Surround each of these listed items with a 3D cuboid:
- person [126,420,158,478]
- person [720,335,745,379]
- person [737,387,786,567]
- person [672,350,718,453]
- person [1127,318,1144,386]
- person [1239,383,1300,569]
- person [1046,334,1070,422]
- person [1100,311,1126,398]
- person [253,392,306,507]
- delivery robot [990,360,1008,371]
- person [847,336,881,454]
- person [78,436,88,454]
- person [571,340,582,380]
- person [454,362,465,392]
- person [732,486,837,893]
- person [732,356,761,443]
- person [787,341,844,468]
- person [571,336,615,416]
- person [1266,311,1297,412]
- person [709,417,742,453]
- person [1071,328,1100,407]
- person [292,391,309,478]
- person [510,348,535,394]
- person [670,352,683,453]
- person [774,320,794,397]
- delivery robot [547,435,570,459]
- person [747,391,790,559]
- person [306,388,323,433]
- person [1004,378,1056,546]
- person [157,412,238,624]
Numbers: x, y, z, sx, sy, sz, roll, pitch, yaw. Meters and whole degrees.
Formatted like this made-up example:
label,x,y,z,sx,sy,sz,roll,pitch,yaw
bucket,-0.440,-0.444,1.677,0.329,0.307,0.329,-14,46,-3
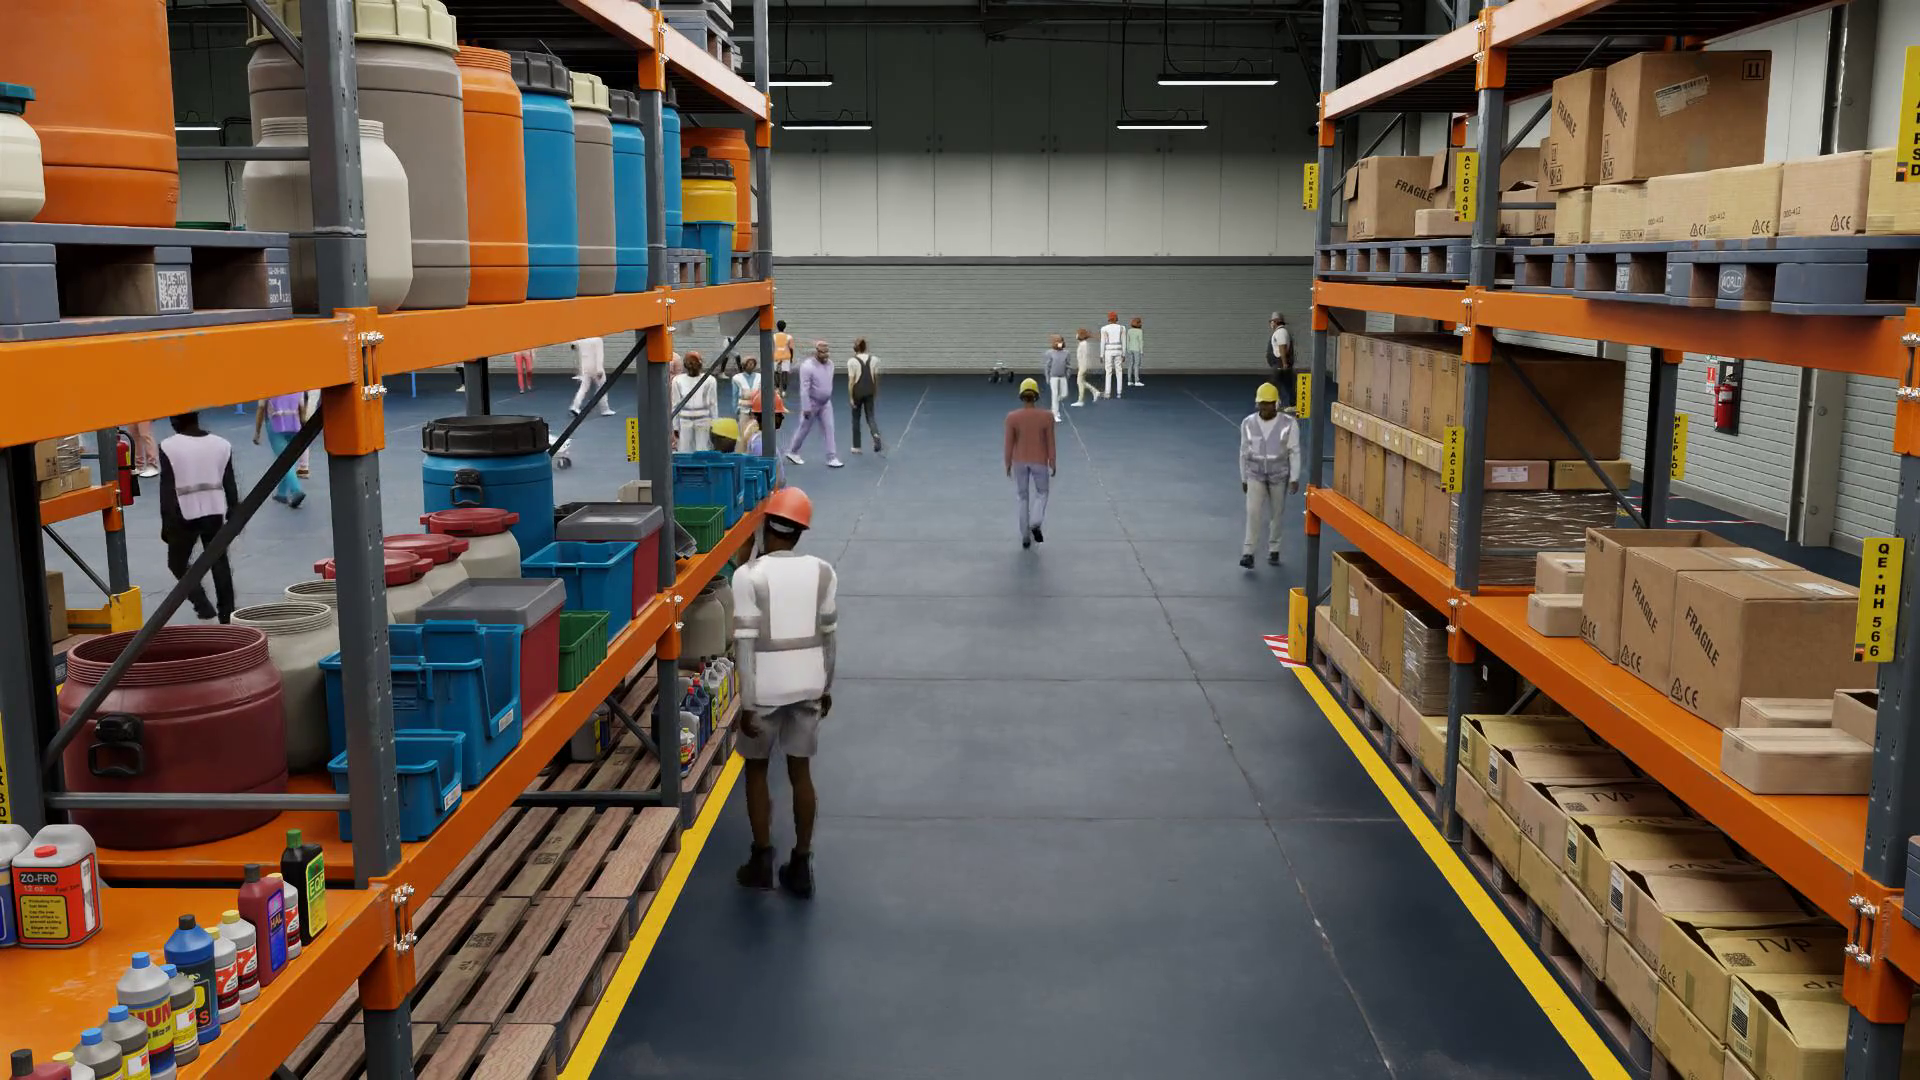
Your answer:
label,x,y,z,sx,sy,sz,roll,pitch,yaw
person,-11.373,-1.823,22.993,0.663,1.904,0.406,4,10,22
person,-5.719,-4.891,42.081,0.876,1.642,0.551,3,10,15
person,-1.734,-0.406,14.514,0.623,1.893,0.575,-1,10,-4
person,-3.308,-1.443,20.808,0.585,1.872,0.538,0,9,1
person,4.211,-4.518,39.921,0.279,1.632,0.502,-8,12,-38
person,2.972,-0.613,16.059,0.607,1.780,0.919,3,10,19
person,1.813,-3.024,31.020,0.505,1.620,0.434,-3,10,-18
person,3.352,-4.059,36.420,0.572,1.886,0.353,-1,10,-6
person,-8.244,-1.326,20.302,0.920,1.810,0.582,7,12,36
delivery robot,0.983,-4.309,40.966,0.335,0.223,0.699,4,10,23
person,-1.469,-2.224,25.624,0.525,1.824,0.685,-4,10,-24
person,-13.576,-2.133,24.873,0.638,1.898,1.013,7,12,38
person,-9.652,-5.039,42.166,0.370,1.927,0.588,4,10,24
person,-11.385,-4.229,38.114,0.391,1.663,0.593,-5,11,-30
person,-0.817,0.702,7.877,0.560,1.890,0.561,-5,11,-28
person,-3.006,-1.826,23.840,0.505,1.625,0.372,-3,10,-18
person,-2.131,-1.995,24.232,0.993,1.843,0.681,9,13,43
person,-7.098,-3.298,31.923,0.653,1.871,0.959,7,12,35
person,6.348,-3.528,32.904,0.855,2.000,0.704,5,10,25
person,-2.015,-0.142,13.435,0.554,1.727,0.774,-9,13,-43
person,2.592,-3.560,34.223,0.527,1.622,0.507,0,9,-2
person,-9.173,-1.827,22.723,0.376,1.995,0.612,5,11,26
person,-9.900,-4.201,37.639,0.556,1.753,0.393,-2,10,-14
person,-4.467,-2.143,24.866,0.651,1.913,0.409,1,10,6
person,-3.942,-4.001,36.669,0.557,1.673,0.654,-2,10,-10
delivery robot,-6.000,-1.345,23.991,0.707,0.478,0.477,0,10,-1
person,-1.534,-0.238,13.380,0.356,1.938,0.545,-2,10,-10
person,-11.010,-2.707,28.306,0.654,1.884,1.031,0,9,1
person,0.731,-0.809,17.331,0.555,1.751,0.367,1,10,9
person,-5.979,-0.176,13.117,0.468,1.897,0.703,7,12,37
